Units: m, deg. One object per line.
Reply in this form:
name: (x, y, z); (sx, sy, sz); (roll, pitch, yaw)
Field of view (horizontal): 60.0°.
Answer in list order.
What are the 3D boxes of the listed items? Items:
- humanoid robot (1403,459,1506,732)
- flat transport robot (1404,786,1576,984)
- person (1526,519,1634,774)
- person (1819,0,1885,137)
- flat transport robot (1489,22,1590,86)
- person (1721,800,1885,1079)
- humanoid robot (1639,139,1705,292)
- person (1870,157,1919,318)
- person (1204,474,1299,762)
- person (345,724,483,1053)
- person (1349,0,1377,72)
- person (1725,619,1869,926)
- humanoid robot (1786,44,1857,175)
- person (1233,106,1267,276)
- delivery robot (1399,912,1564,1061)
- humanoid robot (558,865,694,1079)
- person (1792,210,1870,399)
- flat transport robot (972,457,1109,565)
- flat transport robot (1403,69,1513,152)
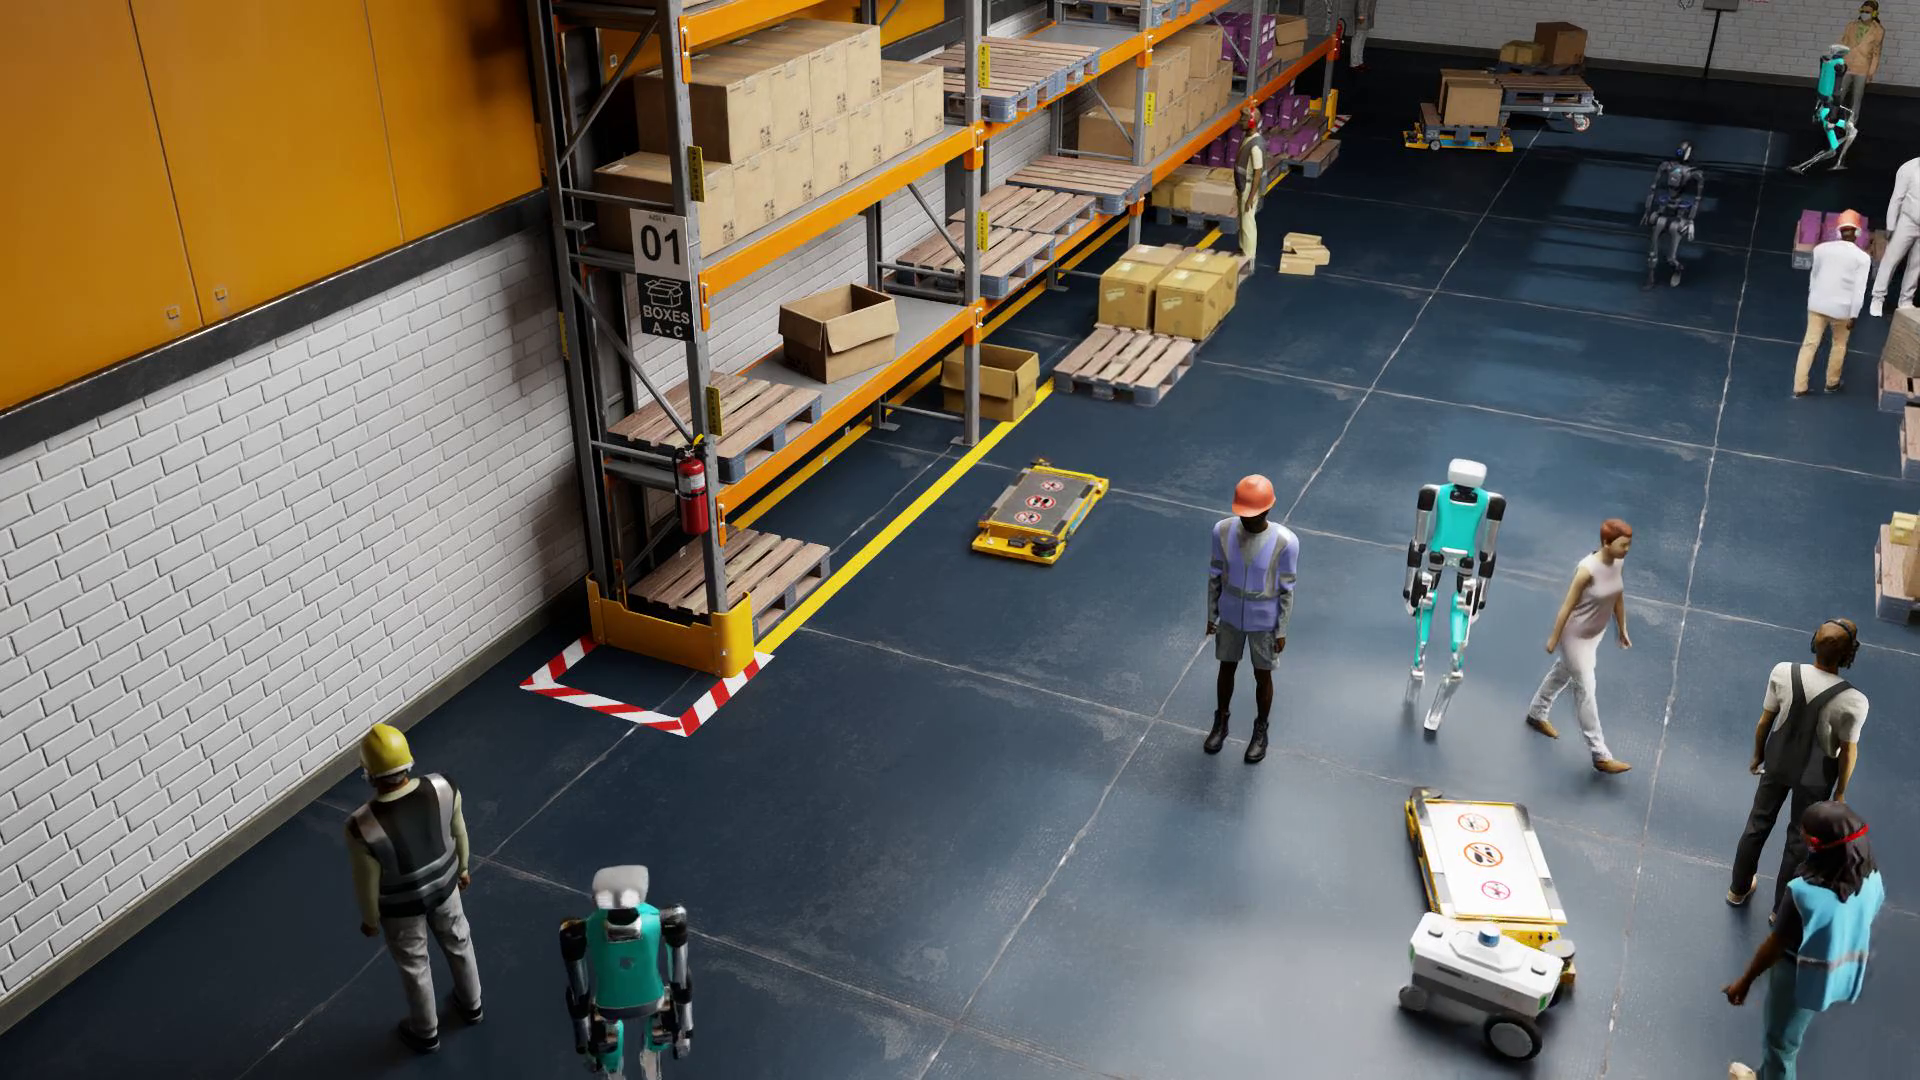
humanoid robot: (3.039, 0.455, 10.382); (0.553, 1.782, 0.879); (6, 29, 11)
flat transport robot: (2.915, 1.886, 9.232); (0.659, 0.231, 1.431); (2, 28, 4)
person: (3.898, 0.629, 10.129); (0.459, 1.608, 0.868); (-20, 34, -32)
person: (12.523, -6.586, 23.250); (0.390, 1.875, 0.556); (-25, 37, -38)
flat transport robot: (9.097, -7.262, 26.193); (1.431, 0.231, 0.659); (22, 35, 35)
person: (3.747, 1.925, 7.497); (0.596, 1.846, 0.668); (-10, 30, -18)
humanoid robot: (7.576, -3.461, 17.666); (0.477, 1.636, 0.615); (-24, 36, -37)
person: (9.758, -3.191, 16.925); (0.640, 1.905, 0.402); (2, 28, 5)
person: (1.743, 0.473, 10.108); (0.540, 1.932, 0.382); (13, 31, 23)
person: (-2.626, 1.665, 7.992); (0.404, 1.834, 0.586); (25, 37, 38)
person: (6.557, -8.526, 26.895); (0.366, 1.830, 0.501); (17, 33, 29)
person: (4.437, 1.225, 8.796); (0.346, 1.846, 0.503); (-22, 36, -35)
humanoid robot: (11.308, -5.485, 21.378); (1.042, 1.736, 0.546); (0, 28, 0)
person: (3.142, -3.791, 18.097); (0.373, 1.843, 0.569); (-1, 28, -1)
delivery robot: (2.643, 2.199, 8.366); (0.814, 0.610, 0.499); (16, 32, 27)
humanoid robot: (-1.443, 2.075, 7.358); (0.544, 1.809, 0.697); (-6, 29, -11)
person: (7.989, -2.151, 15.194); (0.728, 1.707, 0.585); (-18, 33, -30)
flat transport robot: (0.657, -0.242, 13.178); (0.659, 0.231, 1.431); (11, 30, 19)
flat transport robot: (6.904, -5.580, 23.075); (1.431, 0.231, 0.659); (5, 29, 9)
